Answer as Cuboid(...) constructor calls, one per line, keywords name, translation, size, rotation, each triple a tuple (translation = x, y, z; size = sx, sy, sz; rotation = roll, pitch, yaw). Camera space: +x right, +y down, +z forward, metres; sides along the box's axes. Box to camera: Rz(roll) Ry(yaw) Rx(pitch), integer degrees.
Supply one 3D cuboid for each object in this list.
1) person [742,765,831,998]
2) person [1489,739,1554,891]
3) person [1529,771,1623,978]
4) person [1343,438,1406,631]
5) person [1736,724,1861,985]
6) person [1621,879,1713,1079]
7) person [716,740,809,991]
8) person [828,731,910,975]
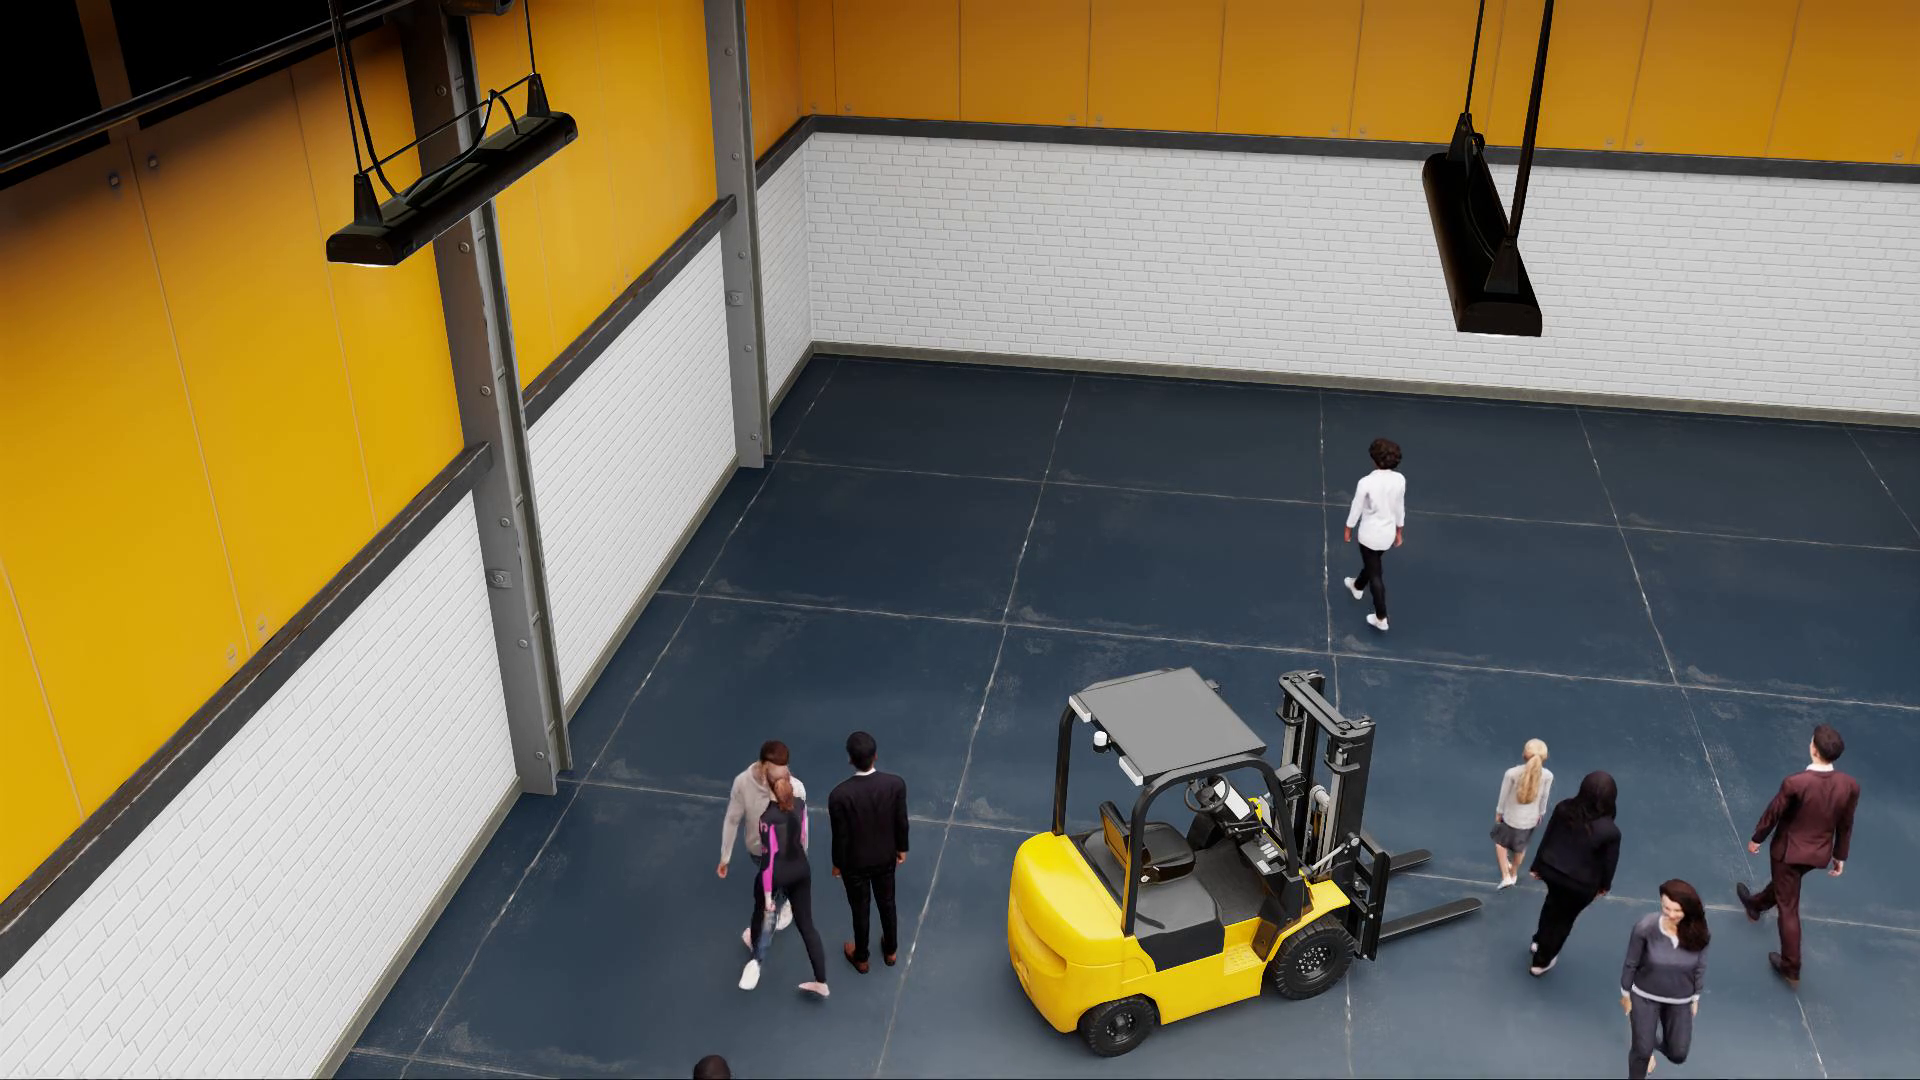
Cuboid(name="person", translation=(-1.109, 2.279, 11.012), size=(1.106, 1.692, 1.097), rotation=(-24, 37, -37))
Cuboid(name="person", translation=(4.043, 2.001, 11.964), size=(0.533, 1.268, 0.683), rotation=(2, 29, 4))
Cuboid(name="person", translation=(4.036, 2.296, 11.097), size=(0.790, 1.581, 0.831), rotation=(23, 36, 35))
Cuboid(name="person", translation=(3.836, -0.021, 15.156), size=(0.983, 1.761, 1.230), rotation=(-8, 30, -15))
Cuboid(name="person", translation=(5.664, 2.141, 11.140), size=(0.889, 1.811, 1.258), rotation=(-2, 29, -3))
Cuboid(name="person", translation=(4.248, 2.719, 10.142), size=(0.659, 1.753, 0.788), rotation=(2, 29, 3))
Cuboid(name="person", translation=(-1.243, 2.058, 11.329), size=(0.866, 1.777, 1.325), rotation=(11, 30, 19))
Cuboid(name="person", translation=(-0.610, 2.099, 11.144), size=(0.773, 1.882, 0.758), rotation=(-11, 30, -19))
